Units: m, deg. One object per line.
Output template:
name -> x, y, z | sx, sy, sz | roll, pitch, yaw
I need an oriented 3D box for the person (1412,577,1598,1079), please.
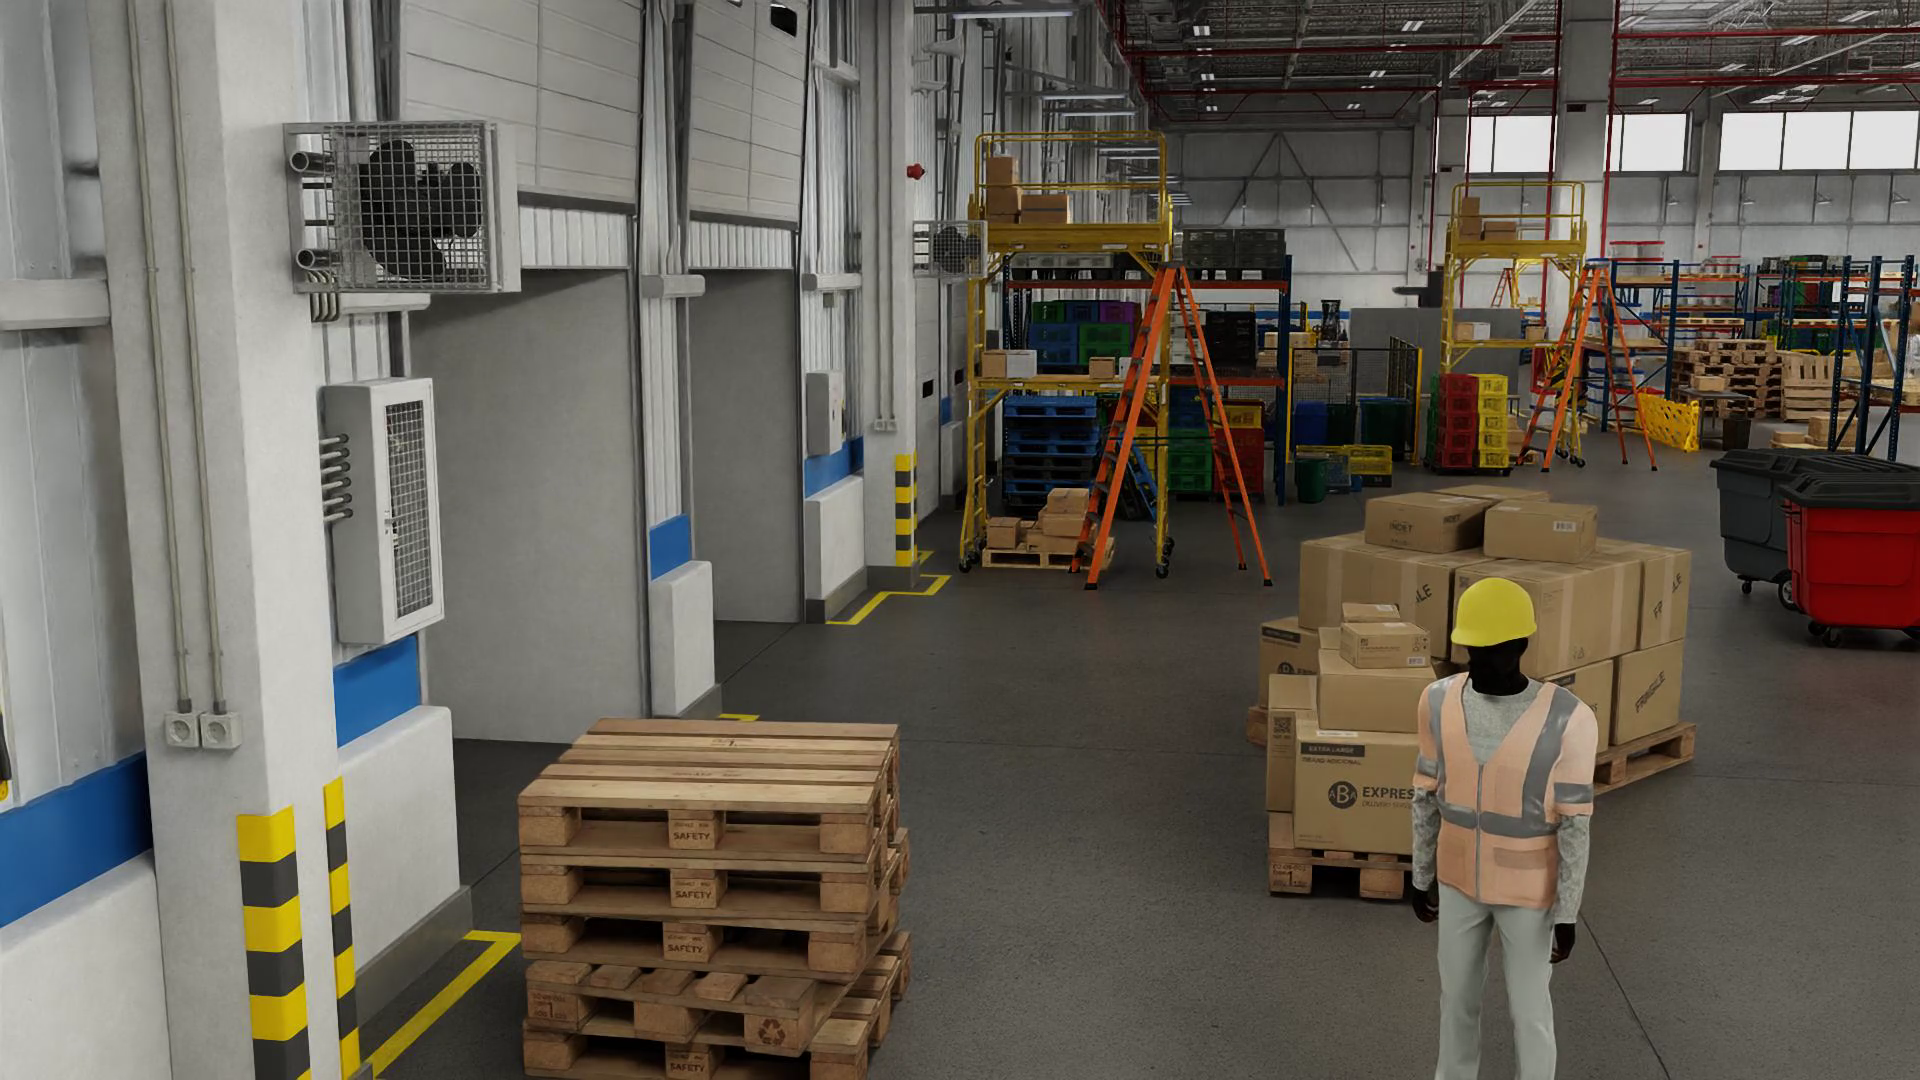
person -> 1.662, 1.060, 5.193 | 0.584, 1.920, 0.394 | 8, 12, 42

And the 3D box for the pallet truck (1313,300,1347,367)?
pallet truck -> 11.159, -6.200, 49.718 | 0.823, 1.965, 1.885 | 4, 10, 26

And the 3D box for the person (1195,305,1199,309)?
person -> 6.277, -5.344, 44.662 | 0.544, 1.930, 0.389 | -5, 10, -28

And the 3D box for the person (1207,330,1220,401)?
person -> 5.313, -3.639, 35.056 | 0.314, 1.634, 0.517 | -4, 10, -25

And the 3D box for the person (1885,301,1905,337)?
person -> 29.188, -6.515, 51.918 | 0.633, 1.920, 0.497 | -1, 9, -3

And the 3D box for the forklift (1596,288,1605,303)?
forklift -> 16.944, -5.886, 45.066 | 1.129, 2.768, 1.873 | 2, 9, 11

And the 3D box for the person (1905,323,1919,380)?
person -> 19.612, -3.582, 34.110 | 0.592, 1.835, 0.993 | -3, 10, -19

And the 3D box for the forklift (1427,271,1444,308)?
forklift -> 11.937, -5.361, 41.828 | 1.873, 2.768, 1.129 | 1, 9, 9
